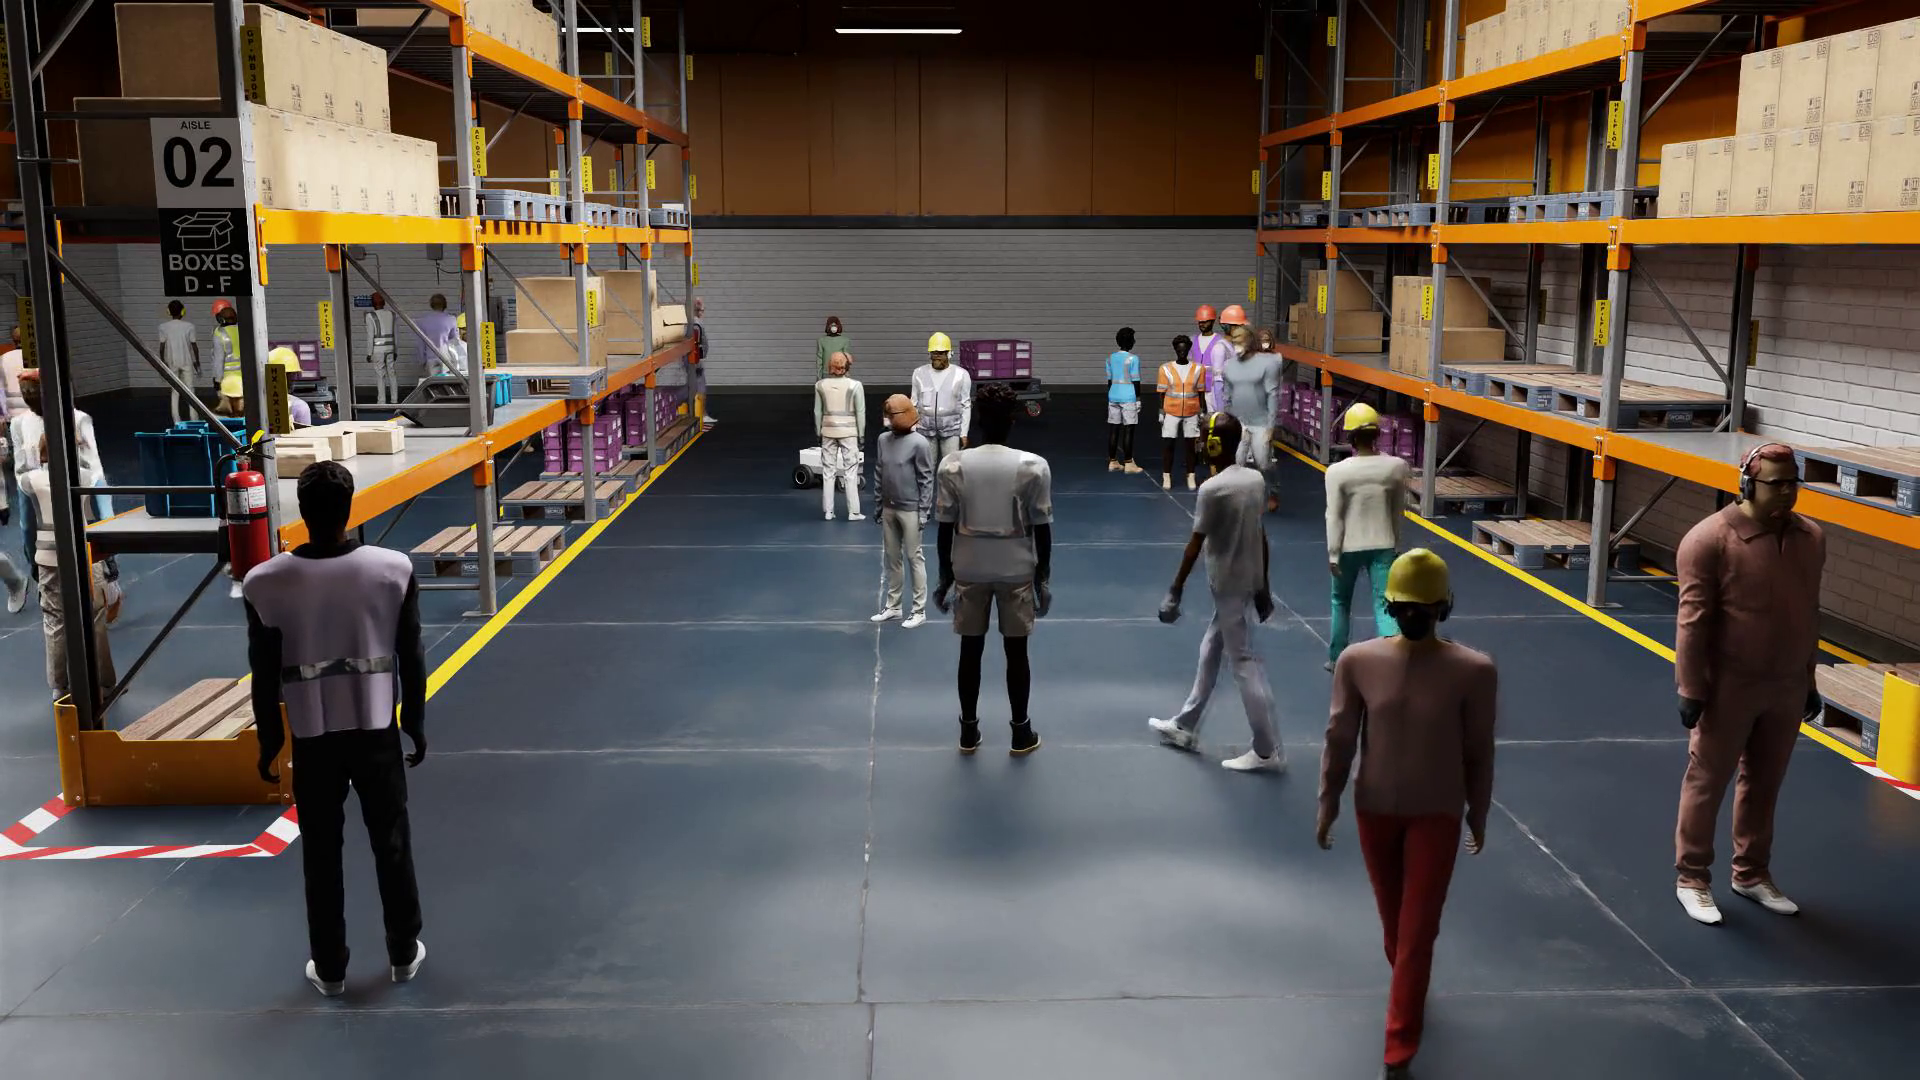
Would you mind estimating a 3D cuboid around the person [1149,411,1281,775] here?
[{"bbox_3d":[1.275,0.258,8.502,0.934,1.821,0.549,8,13,38],"label":"person"}]

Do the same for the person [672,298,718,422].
[{"bbox_3d":[-3.984,-2.644,24.589,0.696,1.867,0.683,-2,10,-12],"label":"person"}]

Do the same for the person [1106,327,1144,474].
[{"bbox_3d":[1.913,-1.618,19.320,0.318,1.697,0.535,-8,13,-37],"label":"person"}]

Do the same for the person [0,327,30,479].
[{"bbox_3d":[-9.383,-1.247,16.850,0.626,1.844,0.429,0,10,1],"label":"person"}]

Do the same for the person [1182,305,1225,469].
[{"bbox_3d":[2.906,-1.812,19.728,0.551,1.936,0.357,6,12,31],"label":"person"}]

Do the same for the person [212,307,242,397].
[{"bbox_3d":[-9.475,-2.118,21.718,0.430,1.838,0.619,6,12,29],"label":"person"}]

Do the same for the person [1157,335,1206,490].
[{"bbox_3d":[2.387,-1.370,17.973,0.537,1.690,0.322,0,10,-1],"label":"person"}]

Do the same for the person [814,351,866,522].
[{"bbox_3d":[-1.153,-0.988,15.966,0.514,1.640,0.315,3,11,16],"label":"person"}]

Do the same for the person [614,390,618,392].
[{"bbox_3d":[-5.301,-2.681,24.679,0.659,1.898,0.681,-6,12,-31],"label":"person"}]

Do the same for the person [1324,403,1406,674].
[{"bbox_3d":[2.442,0.044,9.963,0.515,1.727,0.860,0,10,-3],"label":"person"}]

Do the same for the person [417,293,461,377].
[{"bbox_3d":[-7.608,-2.663,24.480,0.653,1.934,0.447,2,10,9],"label":"person"}]

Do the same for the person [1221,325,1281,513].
[{"bbox_3d":[2.815,-1.118,15.974,0.643,1.903,0.888,6,12,31],"label":"person"}]

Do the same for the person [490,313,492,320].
[{"bbox_3d":[-8.168,-3.270,28.030,0.705,1.891,0.376,7,12,33],"label":"person"}]

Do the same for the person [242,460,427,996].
[{"bbox_3d":[-2.199,0.674,5.929,0.587,1.920,0.394,-4,11,-22],"label":"person"}]

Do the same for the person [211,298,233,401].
[{"bbox_3d":[-9.658,-2.209,21.935,0.543,1.941,0.353,4,11,22],"label":"person"}]

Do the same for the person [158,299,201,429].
[{"bbox_3d":[-11.051,-2.467,23.584,0.533,1.864,0.310,-2,10,-13],"label":"person"}]

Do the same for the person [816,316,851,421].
[{"bbox_3d":[-1.791,-2.344,23.531,0.500,1.636,0.280,1,10,5],"label":"person"}]

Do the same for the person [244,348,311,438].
[{"bbox_3d":[-4.868,-0.426,12.038,0.596,1.923,0.378,4,11,22],"label":"person"}]

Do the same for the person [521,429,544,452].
[{"bbox_3d":[-5.431,-2.036,21.282,0.618,1.836,0.430,-6,12,-30],"label":"person"}]

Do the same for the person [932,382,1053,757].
[{"bbox_3d":[0.168,0.157,8.677,0.647,1.963,0.372,2,10,9],"label":"person"}]

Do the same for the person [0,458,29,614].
[{"bbox_3d":[-6.890,-0.315,11.563,0.597,1.893,0.831,0,10,0],"label":"person"}]

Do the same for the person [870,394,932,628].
[{"bbox_3d":[-0.414,-0.205,11.622,0.508,1.632,0.271,9,14,42],"label":"person"}]

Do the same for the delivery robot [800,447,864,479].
[{"bbox_3d":[-1.392,-0.866,18.047,0.707,0.478,0.477,7,12,34],"label":"delivery robot"}]

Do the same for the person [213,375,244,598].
[{"bbox_3d":[-5.341,-0.370,12.352,0.491,1.705,0.782,-5,11,-25],"label":"person"}]

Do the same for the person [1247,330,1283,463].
[{"bbox_3d":[3.684,-1.744,20.230,0.500,1.626,0.284,-2,10,-11],"label":"person"}]

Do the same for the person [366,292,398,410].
[{"bbox_3d":[-9.238,-3.017,26.592,0.355,1.884,0.575,6,12,32],"label":"person"}]

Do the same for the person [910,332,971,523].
[{"bbox_3d":[-0.197,-1.041,15.725,0.589,1.833,0.404,1,10,8],"label":"person"}]

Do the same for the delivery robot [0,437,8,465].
[{"bbox_3d":[-11.418,-1.095,19.324,0.707,0.478,0.477,5,11,28],"label":"delivery robot"}]

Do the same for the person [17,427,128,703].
[{"bbox_3d":[-5.177,0.139,9.691,0.514,1.641,0.308,-1,10,-7],"label":"person"}]

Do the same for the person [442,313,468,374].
[{"bbox_3d":[-5.939,-1.828,20.112,0.600,1.829,0.404,-6,12,-29],"label":"person"}]

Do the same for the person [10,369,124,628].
[{"bbox_3d":[-6.058,-0.251,11.244,0.586,1.864,0.478,2,10,9],"label":"person"}]

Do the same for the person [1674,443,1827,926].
[{"bbox_3d":[3.136,0.565,6.571,0.654,1.906,0.408,-3,11,-15],"label":"person"}]

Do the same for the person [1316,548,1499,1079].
[{"bbox_3d":[1.469,0.859,5.466,0.534,1.721,0.926,5,11,25],"label":"person"}]

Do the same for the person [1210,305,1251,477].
[{"bbox_3d":[2.752,-1.358,16.905,0.382,2.041,0.616,5,11,25],"label":"person"}]
